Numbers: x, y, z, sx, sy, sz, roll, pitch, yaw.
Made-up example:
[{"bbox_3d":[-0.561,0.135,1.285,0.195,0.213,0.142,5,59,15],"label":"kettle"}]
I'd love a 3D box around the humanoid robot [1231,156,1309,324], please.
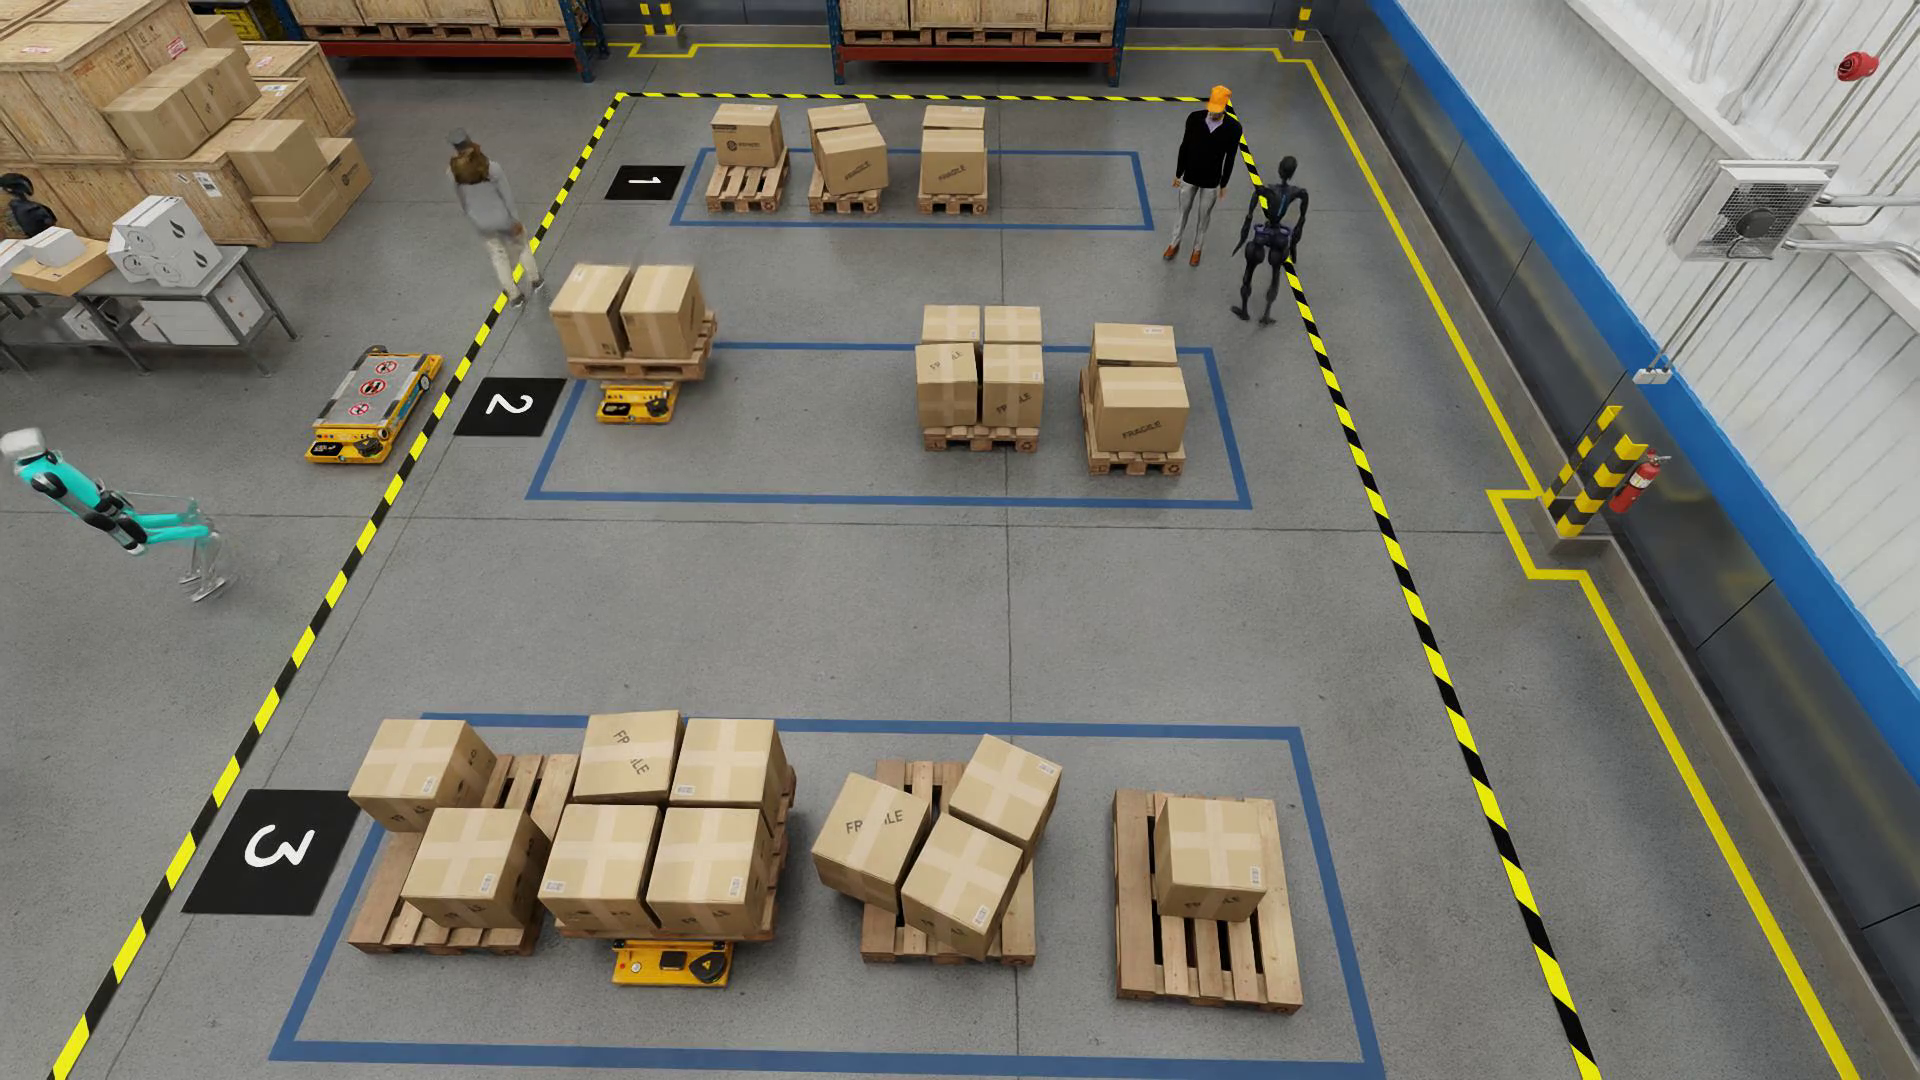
[{"bbox_3d":[2.987,-2.836,8.848,0.613,1.644,0.487,6,50,5],"label":"humanoid robot"}]

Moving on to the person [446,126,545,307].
[{"bbox_3d":[-4.624,-3.183,9.098,0.580,1.726,0.658,-6,50,-5],"label":"person"}]

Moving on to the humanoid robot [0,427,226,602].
[{"bbox_3d":[-5.798,-0.232,6.513,0.735,1.677,0.533,-36,58,-26],"label":"humanoid robot"}]

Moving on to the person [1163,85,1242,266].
[{"bbox_3d":[2.502,-3.747,9.483,0.585,1.880,0.374,20,53,16],"label":"person"}]

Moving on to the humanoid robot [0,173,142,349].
[{"bbox_3d":[-8.544,-2.655,8.705,0.607,1.628,0.670,17,52,14],"label":"humanoid robot"}]

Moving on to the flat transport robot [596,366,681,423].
[{"bbox_3d":[-2.973,-1.675,8.766,0.652,0.197,1.431,1,50,1],"label":"flat transport robot"}]

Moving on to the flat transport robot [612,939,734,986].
[{"bbox_3d":[-1.659,1.971,5.681,0.652,0.197,1.431,1,50,1],"label":"flat transport robot"}]

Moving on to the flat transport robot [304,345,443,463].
[{"bbox_3d":[-5.383,-1.269,8.441,0.659,0.231,1.431,1,50,1],"label":"flat transport robot"}]
